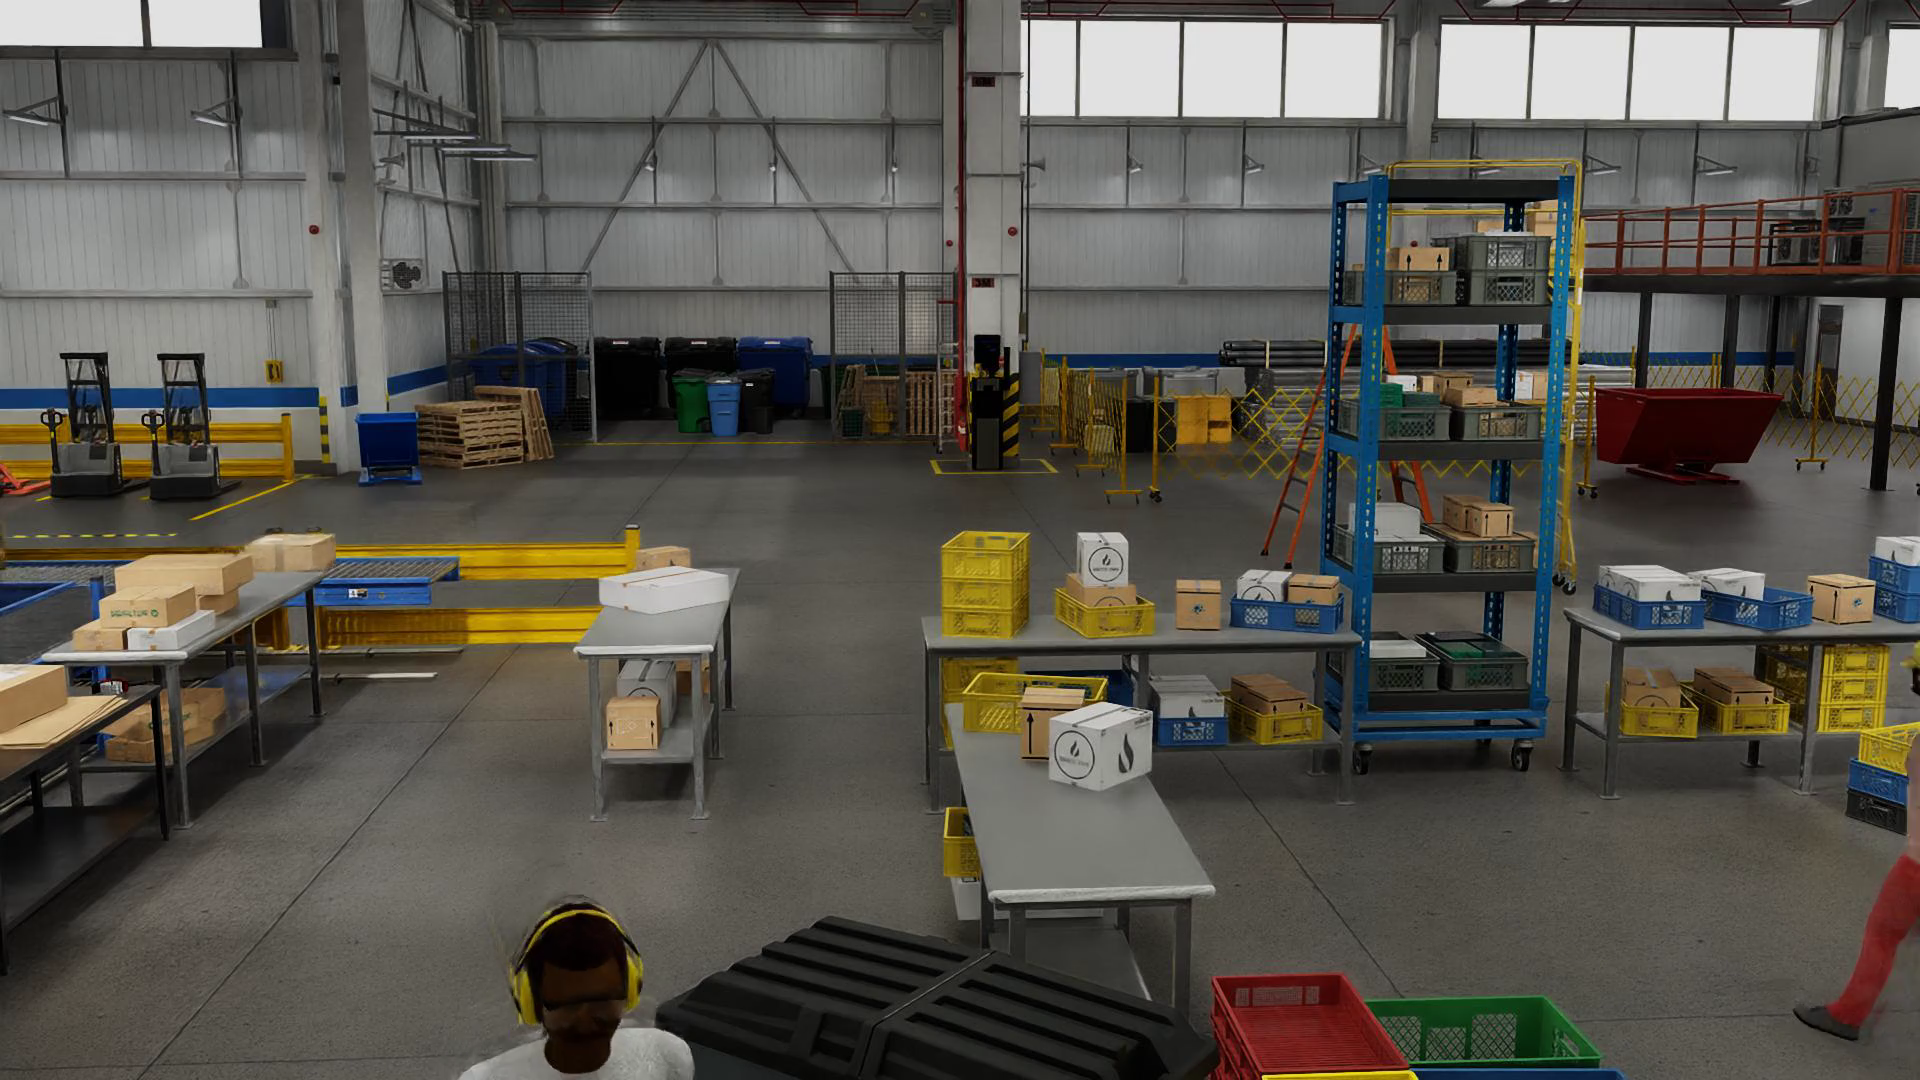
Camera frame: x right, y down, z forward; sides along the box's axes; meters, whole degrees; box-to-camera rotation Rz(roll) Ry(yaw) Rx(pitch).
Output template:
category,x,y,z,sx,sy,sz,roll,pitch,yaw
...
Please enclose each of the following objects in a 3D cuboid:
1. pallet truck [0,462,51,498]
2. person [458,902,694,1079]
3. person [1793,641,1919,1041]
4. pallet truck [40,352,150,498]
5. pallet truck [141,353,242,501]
category,x,y,z,sx,sy,sz,roll,pitch,yaw
pallet truck,-13.193,-1.293,23.148,0.653,1.274,1.630,-1,9,-4
person,-0.735,1.610,3.278,0.505,1.819,0.972,-3,10,-21
person,3.759,1.186,6.301,0.531,1.718,0.942,-5,10,-29
pallet truck,-11.907,-1.642,23.165,0.823,1.965,1.885,0,9,0
pallet truck,-10.520,-1.604,22.925,0.823,1.965,1.885,-1,9,-6
